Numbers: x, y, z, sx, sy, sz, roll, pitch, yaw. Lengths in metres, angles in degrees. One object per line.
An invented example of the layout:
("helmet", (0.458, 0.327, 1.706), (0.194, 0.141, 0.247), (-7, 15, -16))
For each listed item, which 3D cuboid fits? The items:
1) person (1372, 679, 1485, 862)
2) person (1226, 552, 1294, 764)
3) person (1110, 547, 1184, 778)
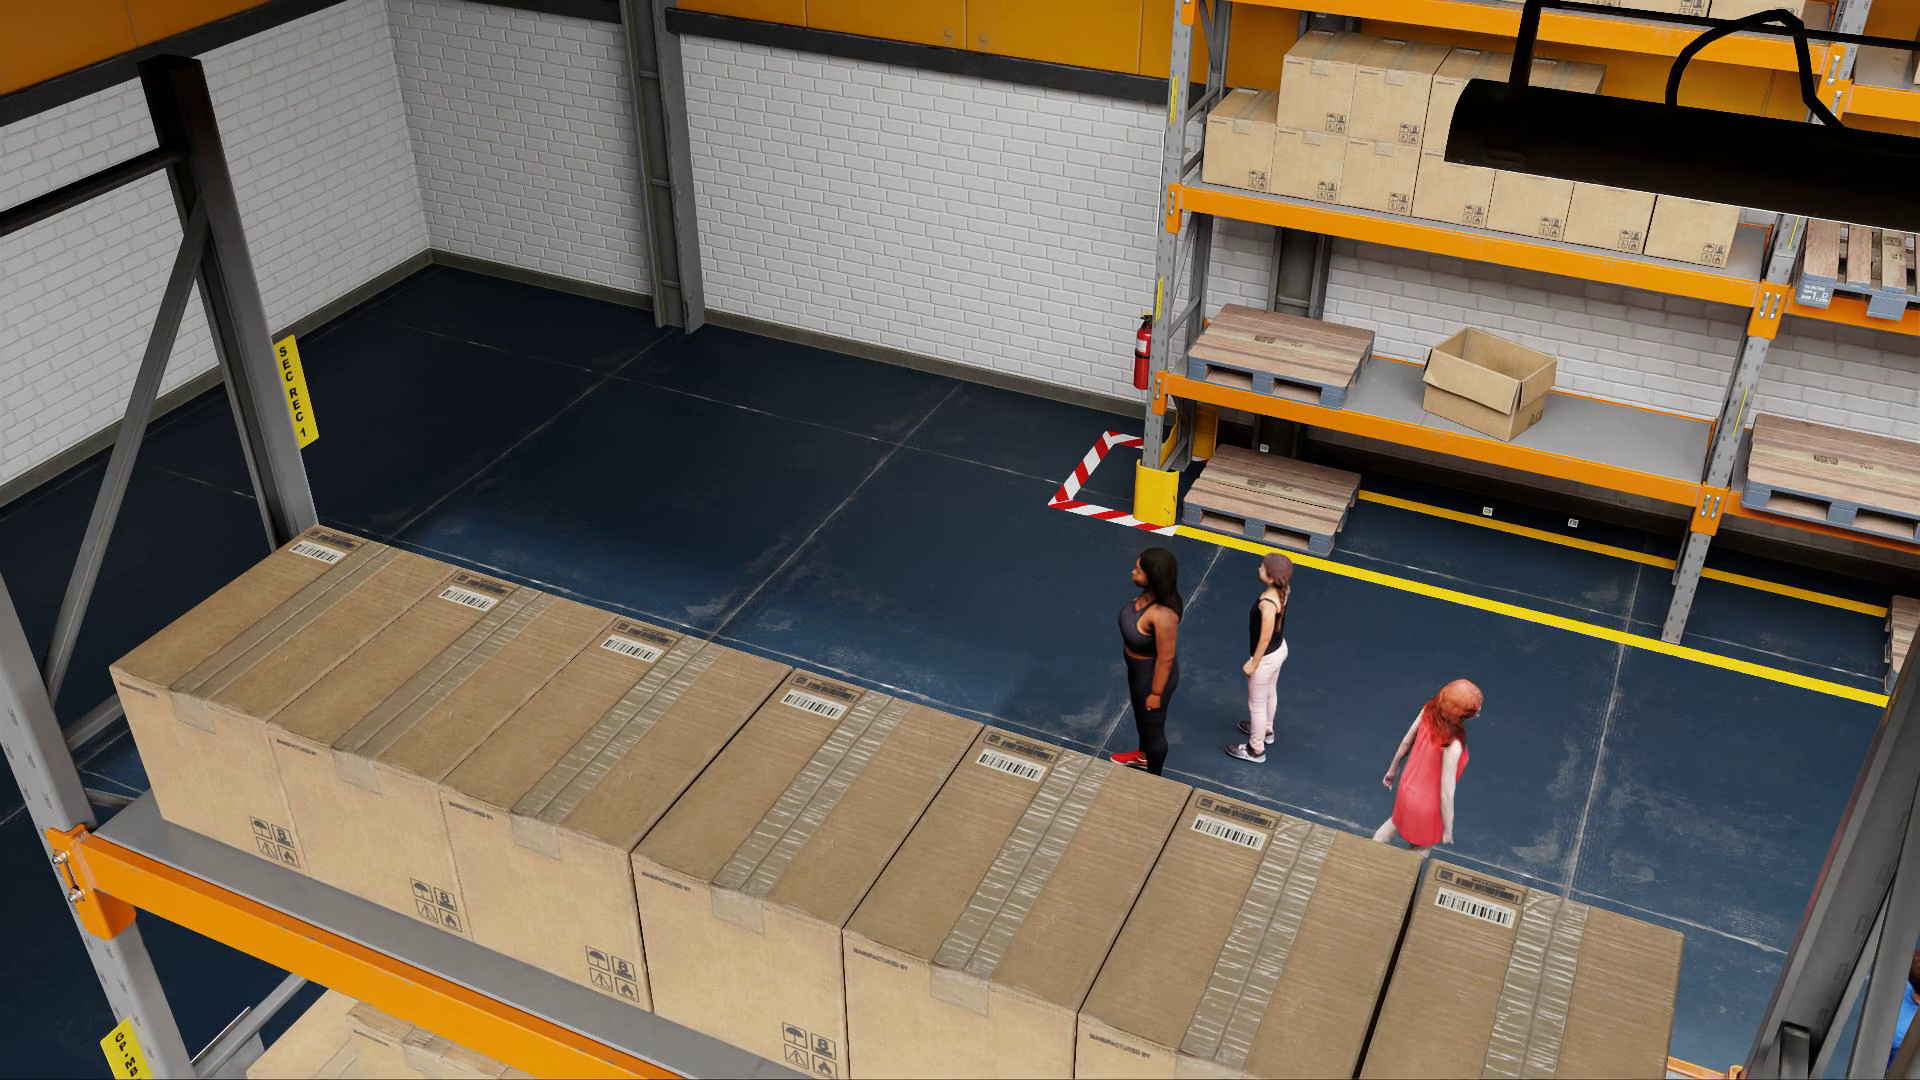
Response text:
("person", (2.512, 1.448, 9.303), (0.887, 1.791, 0.891), (-13, 36, -18))
("person", (1.952, 0.730, 10.587), (0.535, 1.565, 0.553), (18, 38, 25))
("person", (1.182, 0.805, 10.248), (0.772, 1.815, 0.765), (-1, 34, -1))
